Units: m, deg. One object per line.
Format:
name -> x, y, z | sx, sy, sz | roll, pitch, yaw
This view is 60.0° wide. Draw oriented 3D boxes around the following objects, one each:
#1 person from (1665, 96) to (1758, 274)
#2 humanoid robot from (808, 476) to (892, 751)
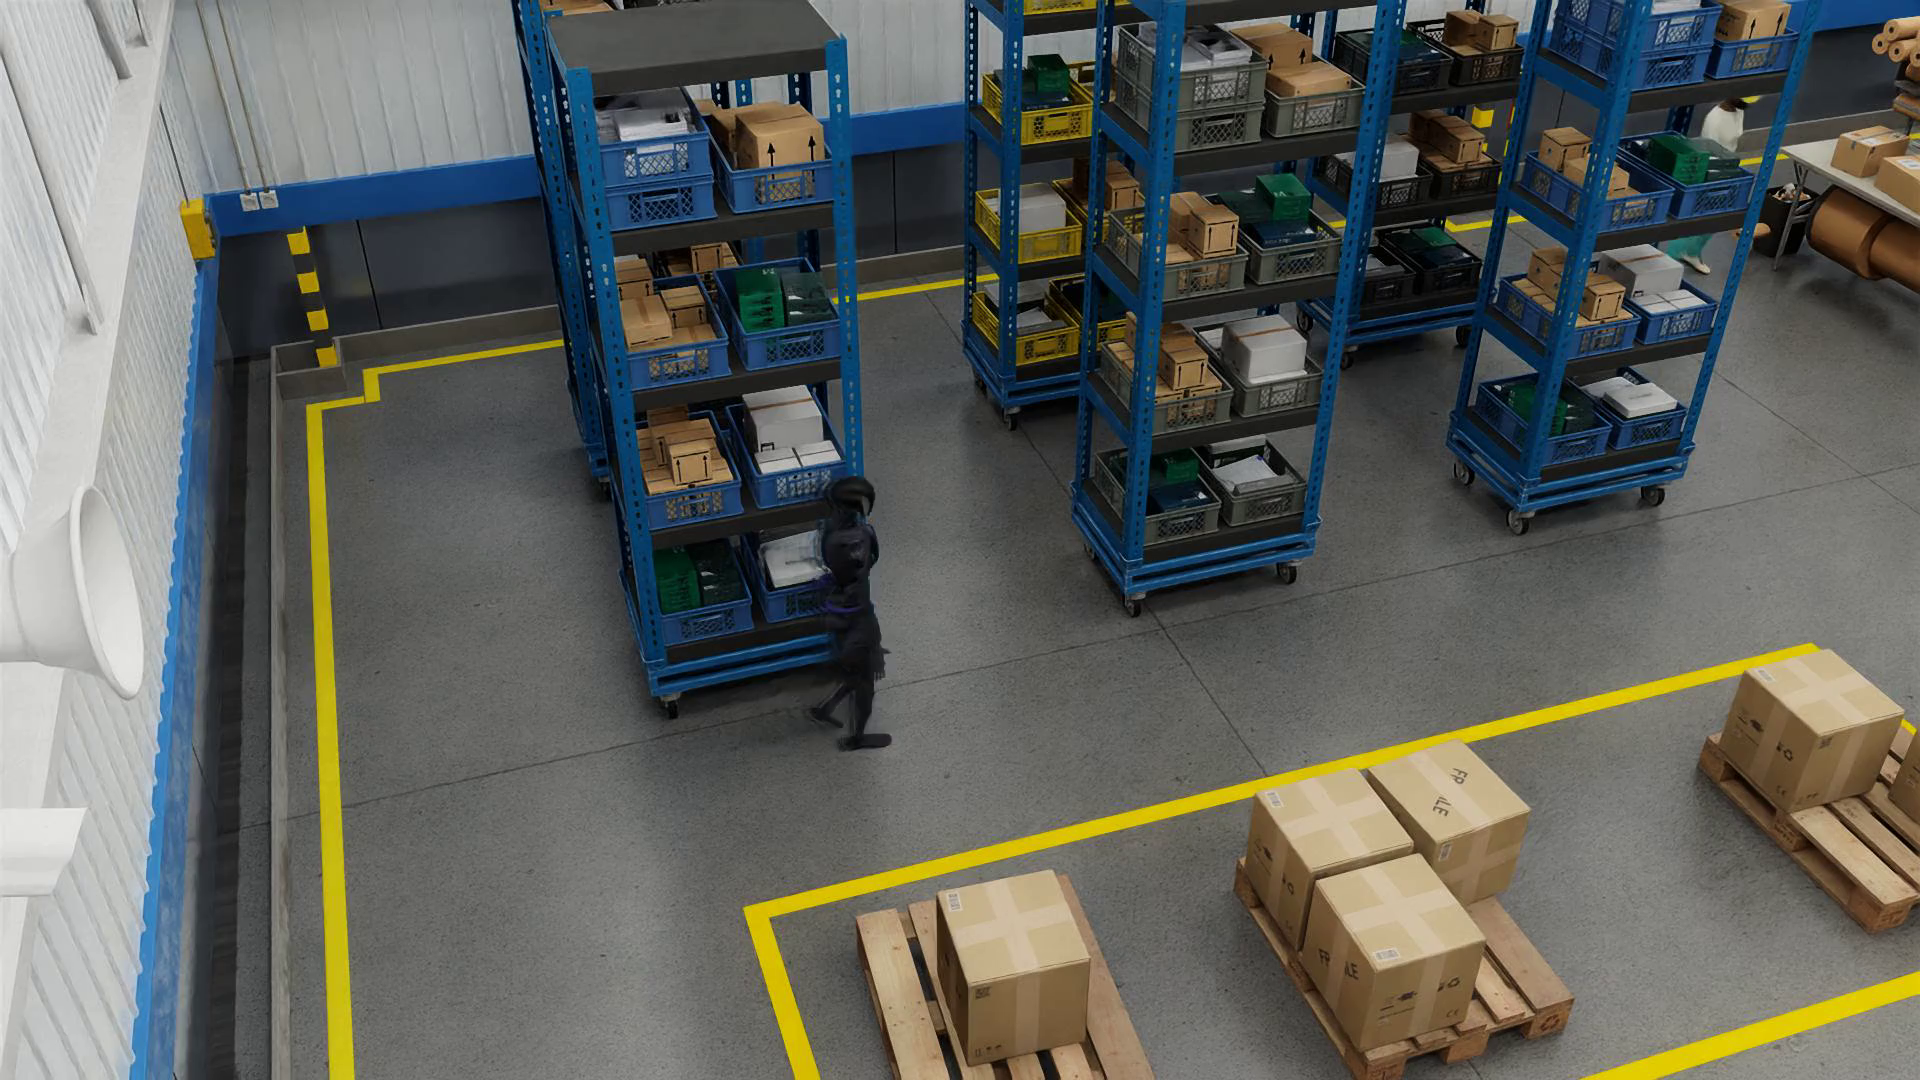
person -> 5.744, -2.758, 12.695 | 0.598, 1.728, 0.354 | -27, 43, -33
humanoid robot -> -0.545, 0.370, 8.306 | 0.366, 1.643, 0.620 | -9, 36, -12
